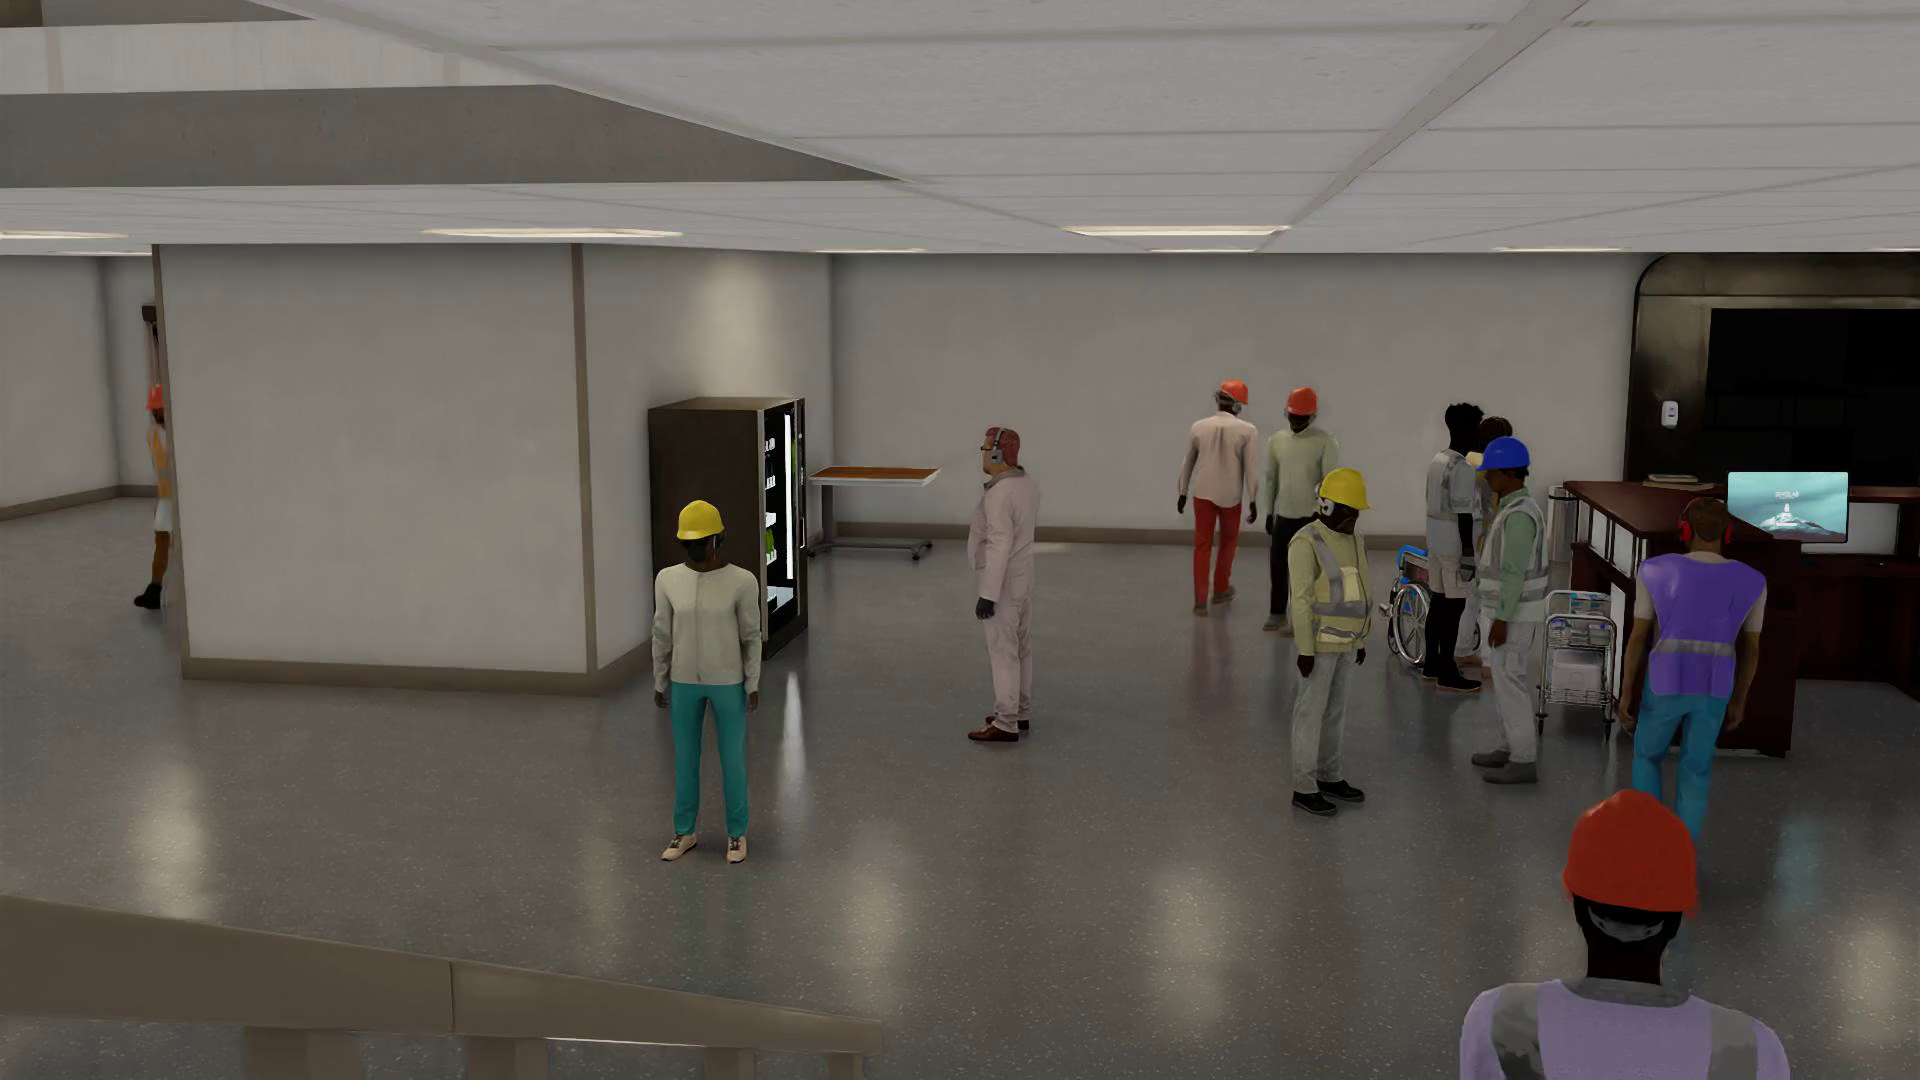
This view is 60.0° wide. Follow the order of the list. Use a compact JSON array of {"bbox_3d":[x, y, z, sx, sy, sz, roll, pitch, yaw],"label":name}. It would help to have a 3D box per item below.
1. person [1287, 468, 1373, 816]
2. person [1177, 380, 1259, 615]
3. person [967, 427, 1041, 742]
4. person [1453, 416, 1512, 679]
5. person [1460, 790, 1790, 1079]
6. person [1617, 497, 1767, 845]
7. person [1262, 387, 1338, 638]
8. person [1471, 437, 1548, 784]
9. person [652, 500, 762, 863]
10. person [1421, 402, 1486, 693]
[{"bbox_3d":[1.968,0.523,8.789,0.403,1.823,0.588,8,12,42],"label":"person"},{"bbox_3d":[2.172,-0.373,13.949,0.717,1.925,0.926,4,10,22],"label":"person"},{"bbox_3d":[0.245,0.267,10.105,0.406,1.910,0.637,3,10,20],"label":"person"},{"bbox_3d":[3.720,0.045,11.728,0.429,1.836,0.633,-3,10,-20],"label":"person"},{"bbox_3d":[1.218,1.390,3.171,0.577,1.904,0.860,3,10,18],"label":"person"},{"bbox_3d":[3.342,0.712,7.639,0.610,1.815,0.464,2,9,12],"label":"person"},{"bbox_3d":[2.639,-0.214,12.926,0.661,1.956,0.500,8,12,39],"label":"person"},{"bbox_3d":[3.057,0.387,9.302,0.417,1.933,0.617,2,9,12],"label":"person"},{"bbox_3d":[-1.218,0.684,7.973,0.533,1.767,0.325,1,9,7],"label":"person"},{"bbox_3d":[3.360,0.045,11.303,0.361,1.961,0.614,-1,9,-4],"label":"person"}]
